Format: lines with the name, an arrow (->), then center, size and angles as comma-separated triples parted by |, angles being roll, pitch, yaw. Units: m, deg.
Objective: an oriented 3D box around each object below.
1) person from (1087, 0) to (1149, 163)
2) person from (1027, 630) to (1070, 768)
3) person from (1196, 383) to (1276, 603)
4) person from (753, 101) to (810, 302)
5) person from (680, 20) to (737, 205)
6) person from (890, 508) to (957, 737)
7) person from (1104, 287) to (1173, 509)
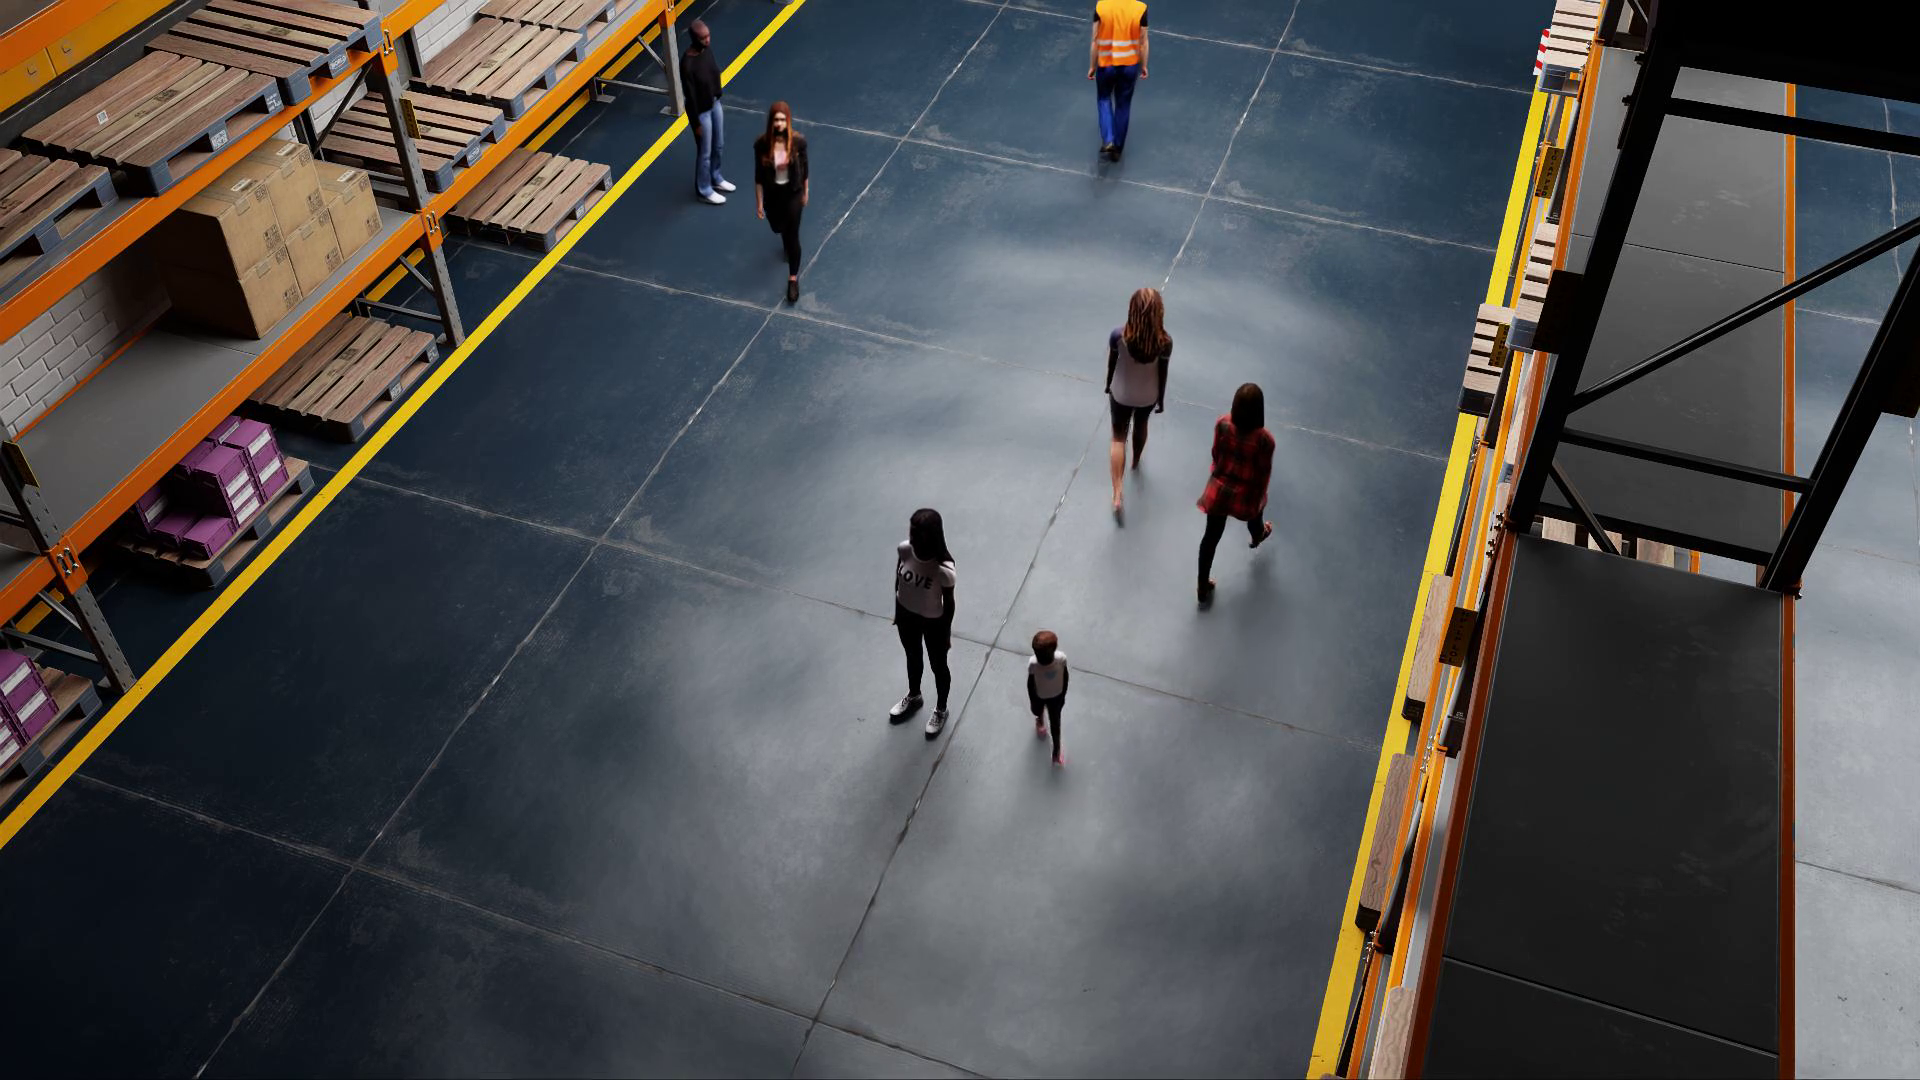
person -> 1.432, -4.286, 15.154 | 0.810, 1.869, 0.805 | 3, 44, 3
person -> 0.524, 0.890, 10.362 | 0.622, 0.984, 0.774 | -6, 44, -6
person -> 1.792, -0.275, 11.106 | 0.801, 1.645, 1.163 | 26, 49, 24
person -> -1.471, -2.913, 13.847 | 0.870, 1.683, 1.175 | 0, 44, 0
person -> -2.280, -3.803, 14.740 | 0.668, 1.740, 0.484 | 15, 46, 15
person -> -0.214, 0.486, 10.213 | 0.637, 1.775, 0.599 | 25, 49, 24
person -> 1.226, -0.973, 11.803 | 0.801, 1.695, 1.099 | 2, 44, 2
